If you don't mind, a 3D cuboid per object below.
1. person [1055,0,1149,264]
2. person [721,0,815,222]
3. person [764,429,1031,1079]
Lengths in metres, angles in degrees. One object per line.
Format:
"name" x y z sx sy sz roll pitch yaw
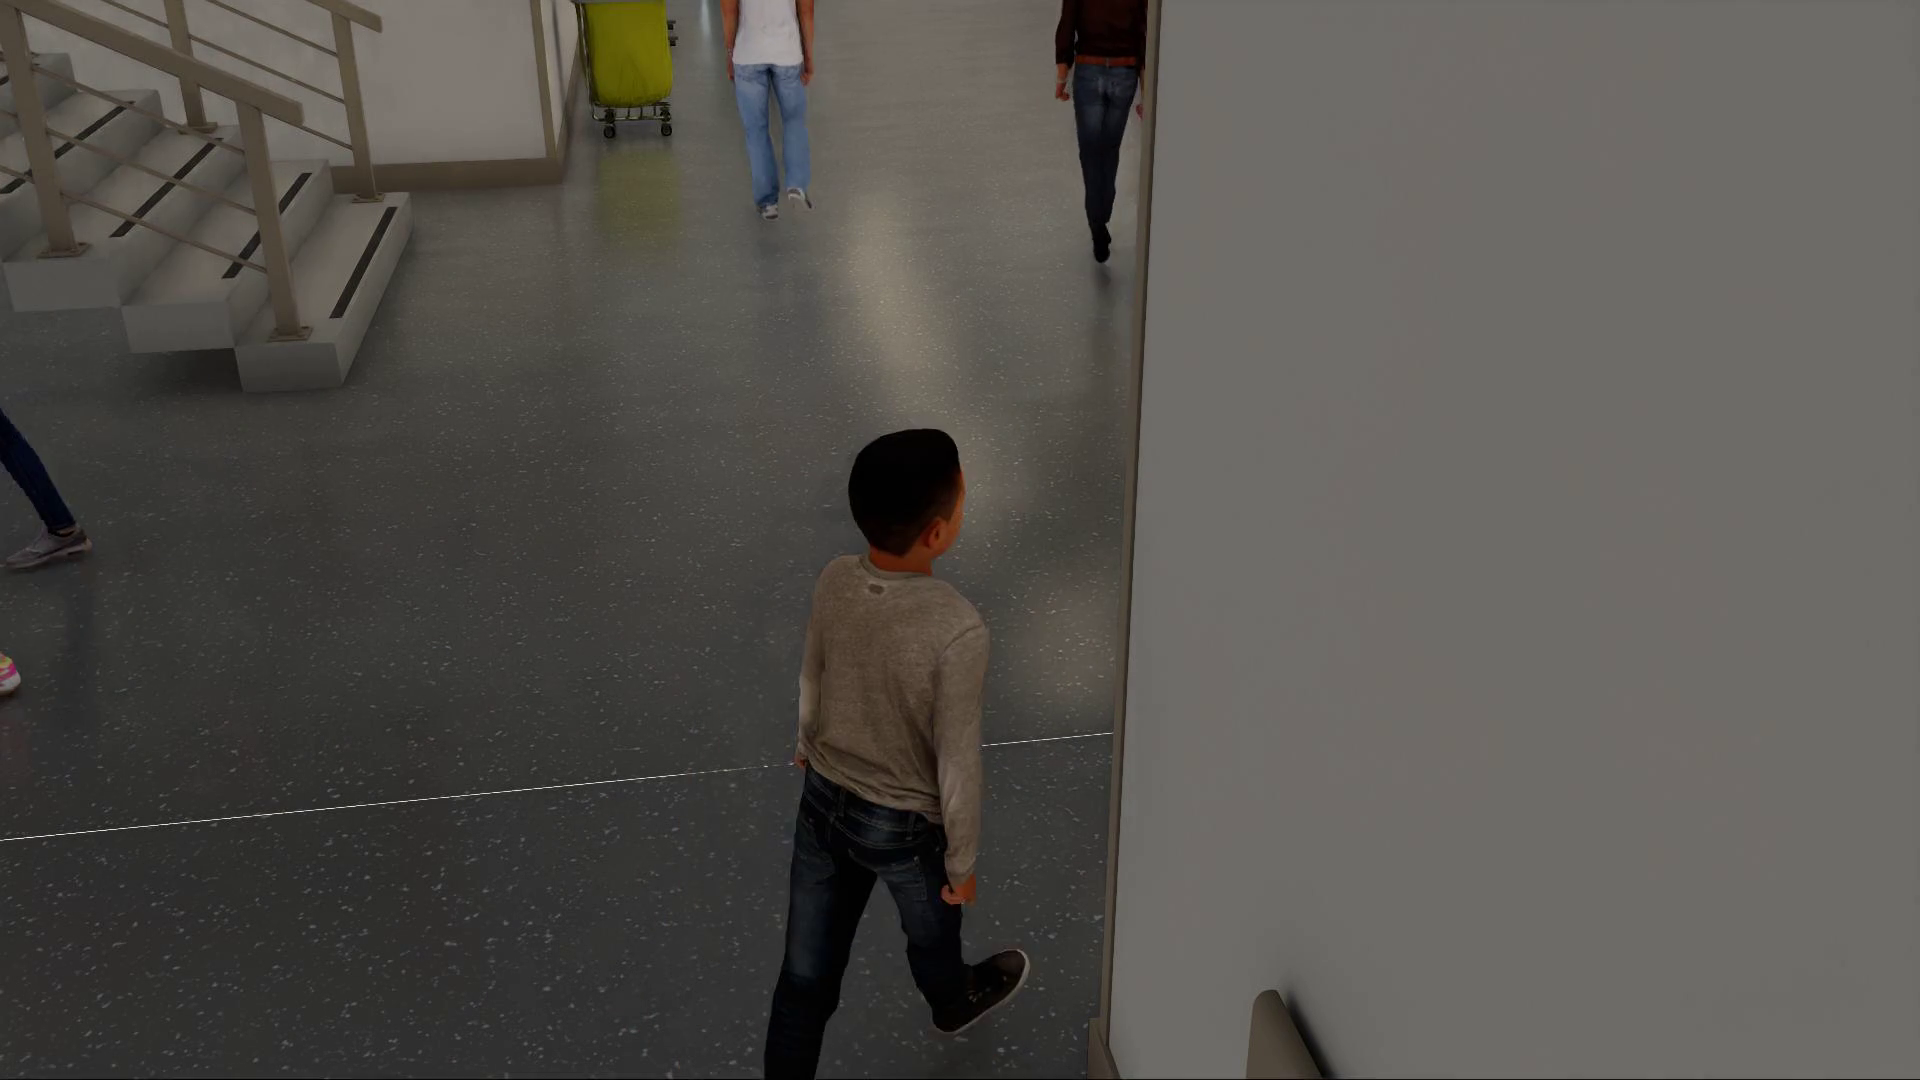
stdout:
"person" 0.738 -2.281 8.408 1.115 1.749 0.816 -1 26 -2
"person" -1.034 -2.627 9.005 0.686 1.854 0.751 -6 26 -11
"person" -0.180 0.535 2.944 1.047 1.423 1.089 13 29 26
